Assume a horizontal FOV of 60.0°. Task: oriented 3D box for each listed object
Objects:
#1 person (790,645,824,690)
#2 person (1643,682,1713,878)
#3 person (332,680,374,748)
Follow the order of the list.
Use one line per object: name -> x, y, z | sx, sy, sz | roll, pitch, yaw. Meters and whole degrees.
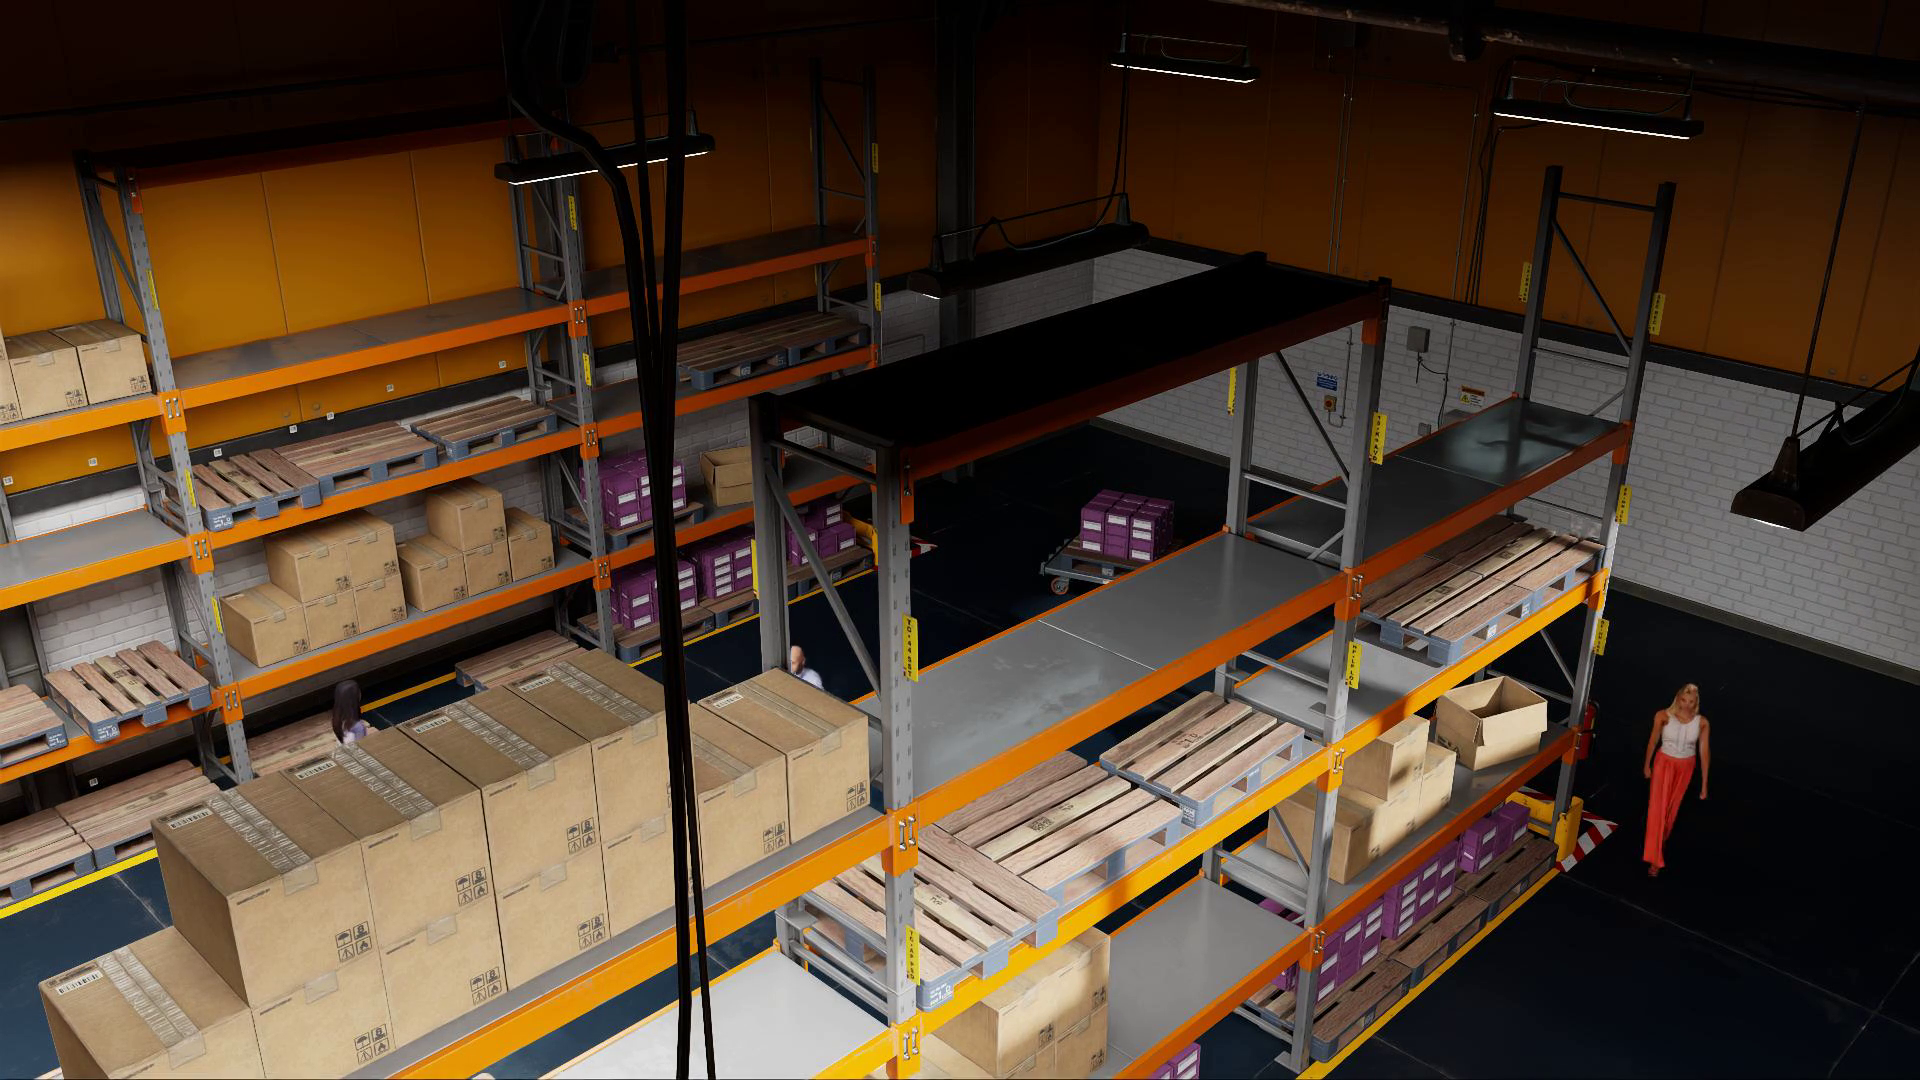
person -> -1.407, 1.728, 15.219 | 0.883, 1.763, 1.057 | 9, 25, 19
person -> 6.250, 1.991, 14.615 | 1.016, 1.764, 1.202 | 4, 24, 8
person -> -5.344, 2.034, 14.603 | 0.643, 1.695, 0.640 | 19, 30, 36
